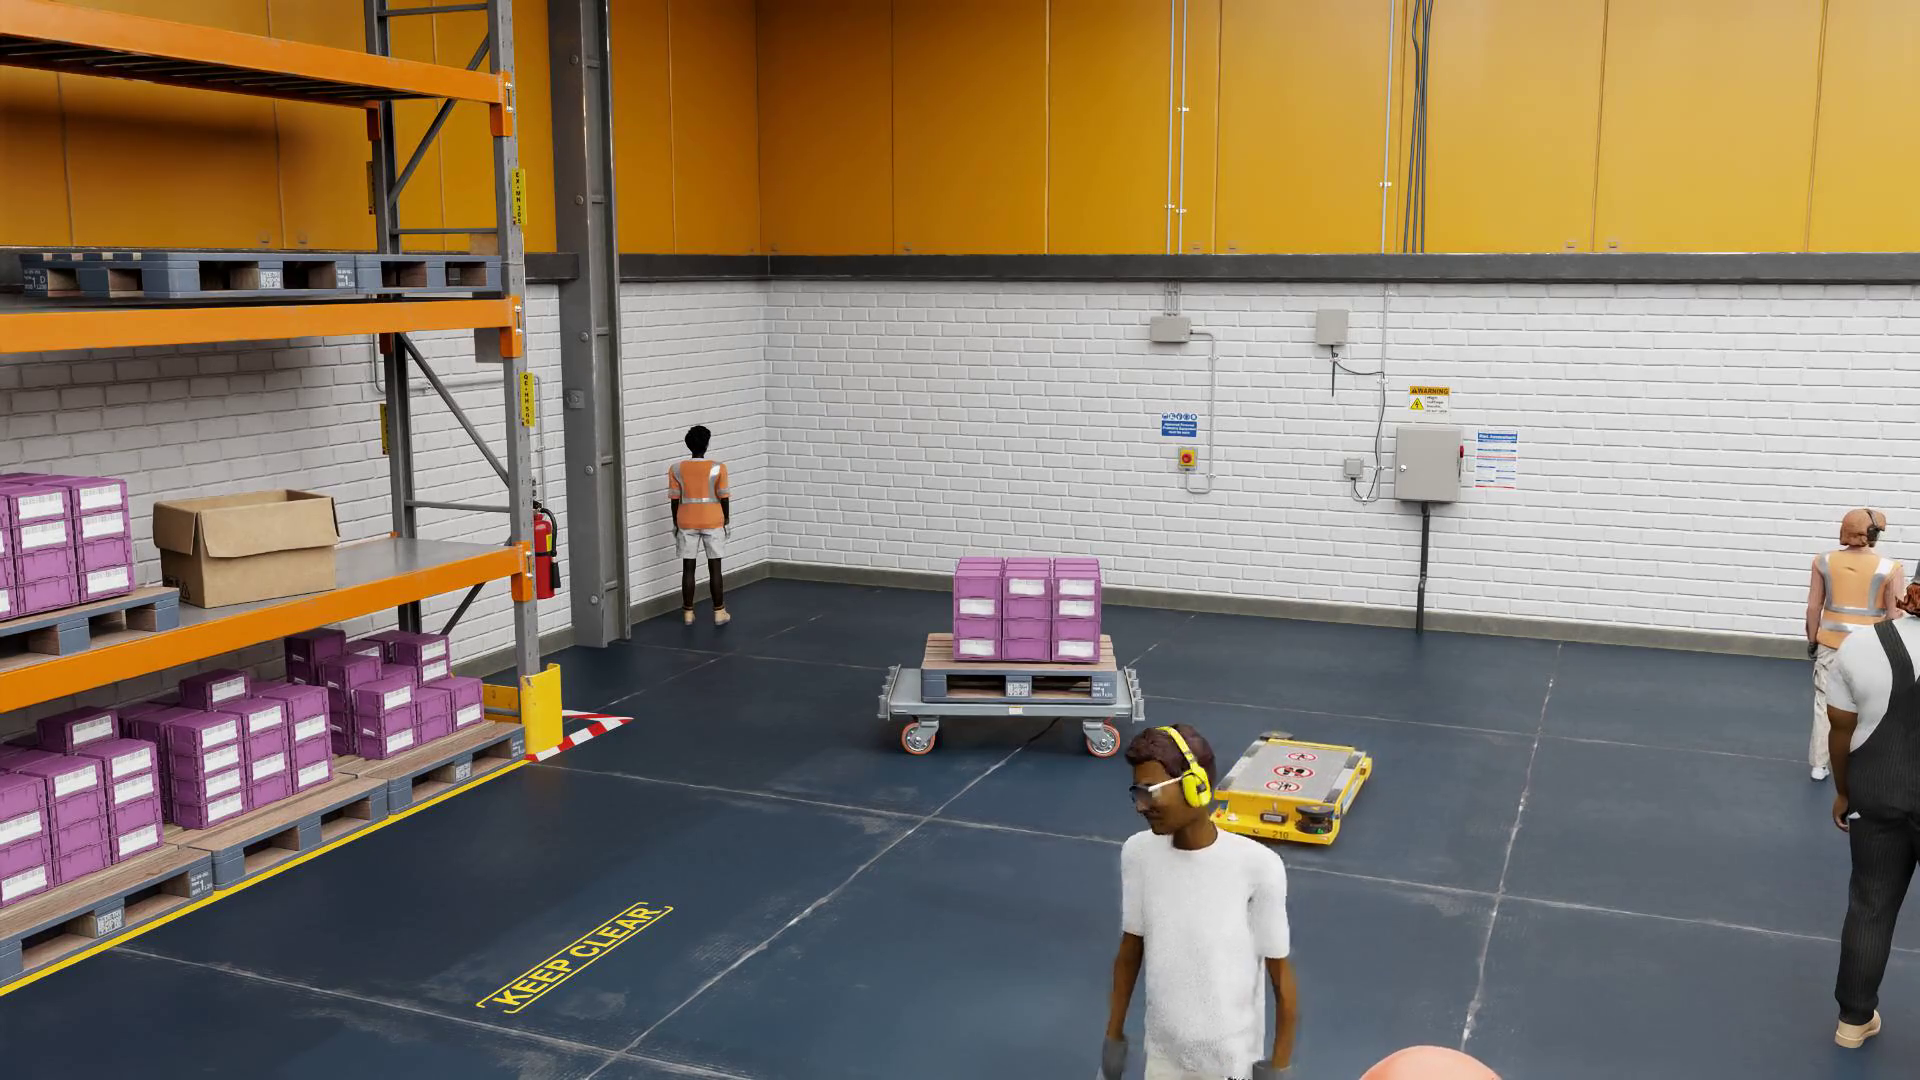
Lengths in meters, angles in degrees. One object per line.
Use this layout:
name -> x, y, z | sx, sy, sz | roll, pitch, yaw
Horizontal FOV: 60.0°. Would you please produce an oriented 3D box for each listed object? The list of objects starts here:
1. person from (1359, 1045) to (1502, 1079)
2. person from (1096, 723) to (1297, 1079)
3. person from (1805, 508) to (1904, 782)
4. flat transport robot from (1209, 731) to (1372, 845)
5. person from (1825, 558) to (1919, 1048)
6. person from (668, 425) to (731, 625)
person -> 0.643, 1.659, 2.369 | 0.612, 1.996, 0.389 | 9, 13, 42
person -> 0.643, 1.408, 4.447 | 0.572, 1.842, 0.346 | 7, 12, 35
person -> 5.192, 0.631, 9.687 | 0.314, 1.636, 0.515 | -9, 13, -43
flat transport robot -> 1.876, 1.369, 9.340 | 0.652, 0.197, 1.431 | 4, 10, 22
person -> 3.689, 0.983, 6.327 | 0.536, 2.000, 0.688 | -8, 12, -41
person -> -2.189, -0.121, 14.051 | 0.531, 1.698, 0.320 | 1, 9, 4
